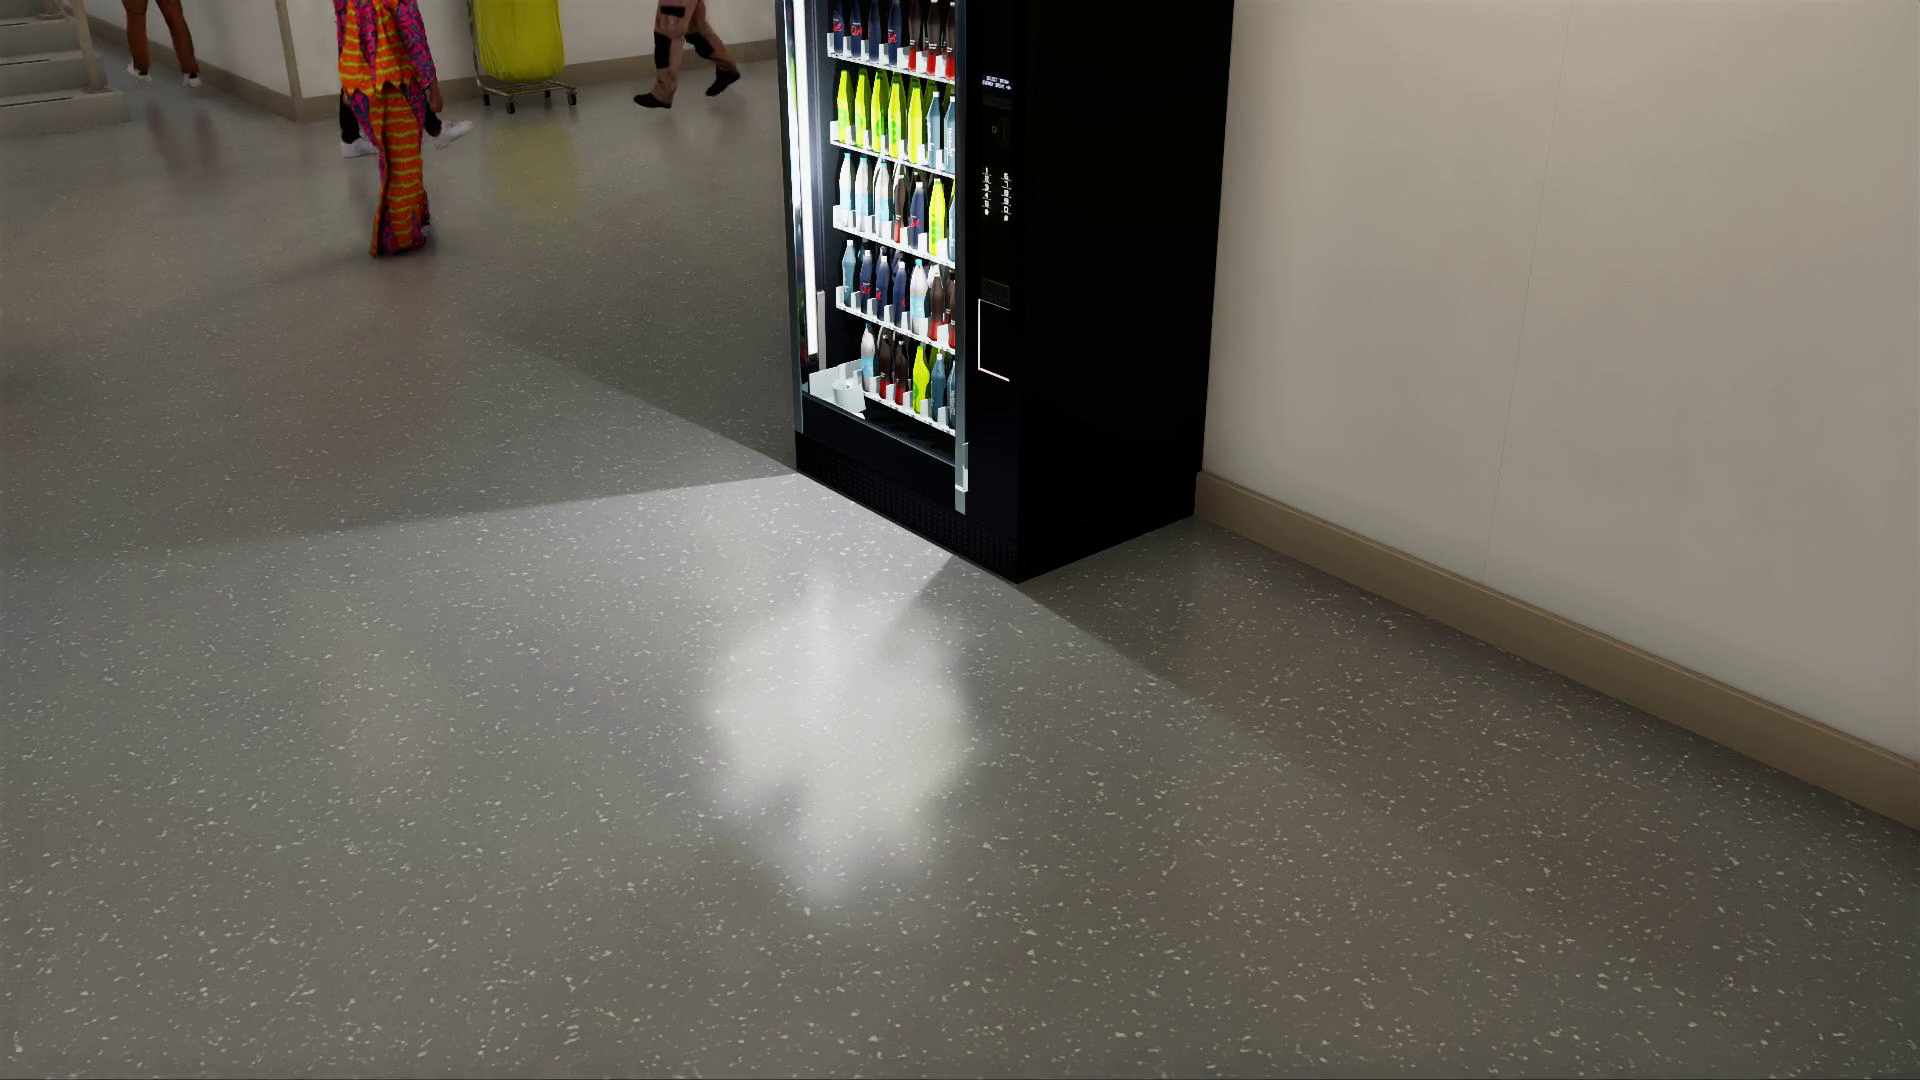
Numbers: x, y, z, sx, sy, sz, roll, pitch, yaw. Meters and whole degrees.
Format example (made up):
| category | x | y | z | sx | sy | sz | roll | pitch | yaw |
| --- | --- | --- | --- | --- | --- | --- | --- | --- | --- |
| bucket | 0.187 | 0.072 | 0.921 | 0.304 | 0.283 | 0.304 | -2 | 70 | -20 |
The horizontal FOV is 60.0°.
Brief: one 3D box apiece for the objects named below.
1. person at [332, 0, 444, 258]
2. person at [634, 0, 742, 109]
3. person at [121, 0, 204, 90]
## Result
| category | x | y | z | sx | sy | sz | roll | pitch | yaw |
| --- | --- | --- | --- | --- | --- | --- | --- | --- | --- |
| person | -2.935 | -2.272 | 8.369 | 0.855 | 1.653 | 0.894 | 12 | 28 | 24 |
| person | -1.923 | -4.000 | 11.770 | 0.846 | 1.811 | 1.128 | -15 | 30 | -28 |
| person | -5.897 | -4.159 | 12.141 | 0.686 | 1.775 | 1.165 | -21 | 33 | -37 |
